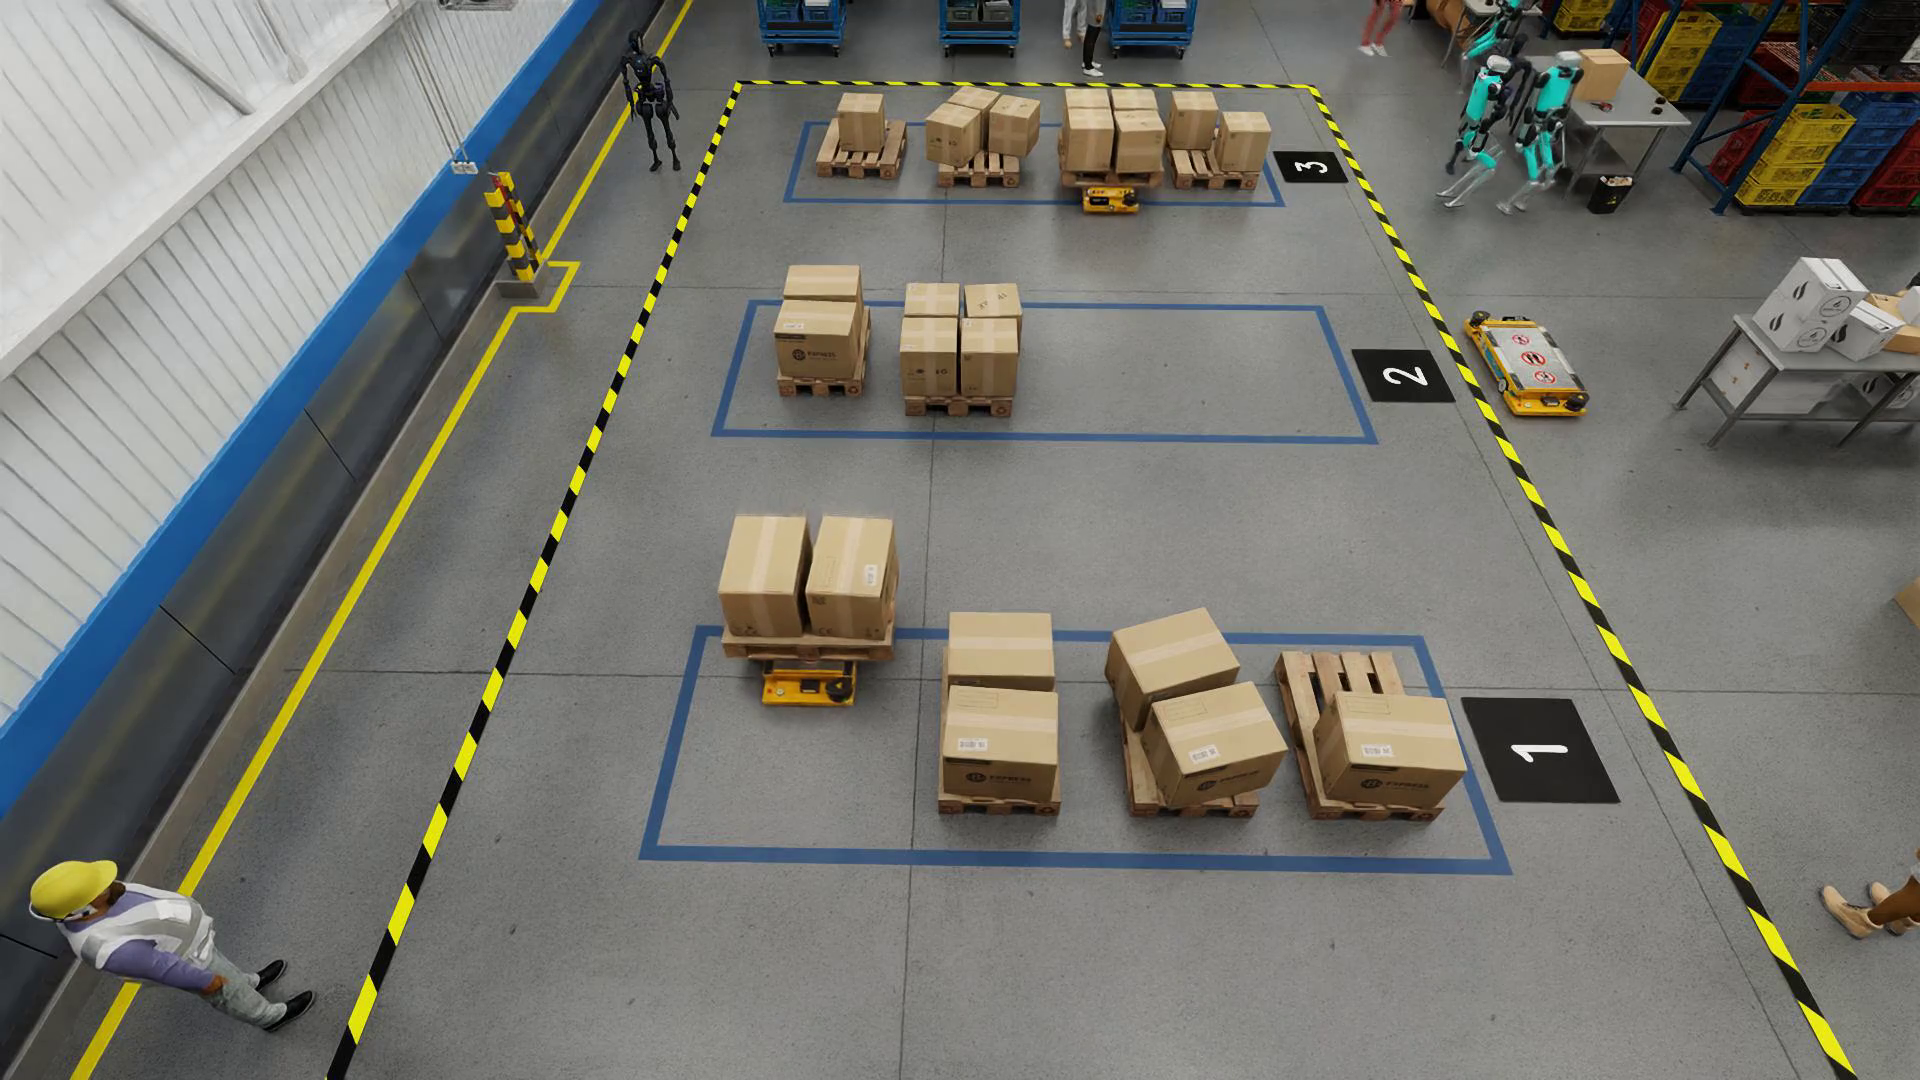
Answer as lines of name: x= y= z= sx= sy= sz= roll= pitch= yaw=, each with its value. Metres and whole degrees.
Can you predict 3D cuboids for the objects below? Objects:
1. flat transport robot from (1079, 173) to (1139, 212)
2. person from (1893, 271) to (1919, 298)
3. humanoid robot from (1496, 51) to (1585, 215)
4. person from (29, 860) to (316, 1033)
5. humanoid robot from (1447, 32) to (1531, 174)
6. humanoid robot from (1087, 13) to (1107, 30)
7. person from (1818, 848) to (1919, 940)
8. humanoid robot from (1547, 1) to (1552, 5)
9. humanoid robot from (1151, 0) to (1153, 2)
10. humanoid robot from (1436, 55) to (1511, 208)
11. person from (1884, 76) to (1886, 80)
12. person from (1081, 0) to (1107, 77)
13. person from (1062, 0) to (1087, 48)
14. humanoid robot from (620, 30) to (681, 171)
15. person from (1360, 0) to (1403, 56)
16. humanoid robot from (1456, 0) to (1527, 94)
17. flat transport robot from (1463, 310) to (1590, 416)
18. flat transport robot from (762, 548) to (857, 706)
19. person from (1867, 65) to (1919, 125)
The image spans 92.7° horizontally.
flat transport robot: x=1.836 y=-4.562 z=11.464 sx=0.652 sy=0.197 sz=1.431 roll=1 pitch=49 yaw=1
person: x=10.338 y=-3.167 z=9.243 sx=0.332 sy=1.836 sz=0.505 roll=-25 pitch=54 yaw=-20
humanoid robot: x=6.709 y=-4.561 z=10.473 sx=0.544 sy=1.745 sz=0.715 roll=-10 pitch=50 yaw=-8
person: x=-4.011 y=2.083 z=4.695 sx=0.597 sy=1.830 sz=0.403 roll=29 pitch=55 yaw=23
humanoid robot: x=6.546 y=-5.351 z=11.257 sx=0.596 sy=1.644 sz=0.624 roll=16 pitch=51 yaw=14
humanoid robot: x=2.516 y=-8.825 z=14.222 sx=0.889 sy=1.776 sz=0.582 roll=3 pitch=49 yaw=3
person: x=5.571 y=1.657 z=4.926 sx=0.605 sy=2.045 sz=0.376 roll=-1 pitch=49 yaw=0
humanoid robot: x=10.234 y=-9.668 z=14.970 sx=0.563 sy=1.644 sz=0.590 roll=0 pitch=49 yaw=0
humanoid robot: x=2.982 y=-9.072 z=14.461 sx=0.535 sy=1.634 sz=0.589 roll=-6 pitch=49 yaw=-5
humanoid robot: x=6.042 y=-4.652 z=10.499 sx=0.735 sy=1.677 sz=0.533 roll=0 pitch=49 yaw=0
person: x=13.754 y=-7.299 z=12.755 sx=0.371 sy=1.927 sz=0.542 roll=3 pitch=49 yaw=2
person: x=1.991 y=-7.663 z=13.119 sx=0.378 sy=1.851 sz=0.596 roll=1 pitch=49 yaw=1
person: x=1.840 y=-8.453 z=13.810 sx=0.622 sy=1.843 sz=0.431 roll=-20 pitch=52 yaw=-16
humanoid robot: x=-3.769 y=-5.360 z=11.231 sx=0.599 sy=1.657 sz=0.315 roll=-1 pitch=49 yaw=-1
person: x=6.370 y=-8.121 z=13.481 sx=0.616 sy=1.895 sz=0.577 roll=-19 pitch=52 yaw=-15
humanoid robot: x=7.338 y=-7.139 z=12.770 sx=0.793 sy=1.798 sz=0.535 roll=9 pitch=50 yaw=7
flat transport robot: x=5.573 y=-1.757 z=9.054 sx=0.659 sy=0.231 sz=1.431 roll=1 pitch=49 yaw=1
flat transport robot: x=-1.082 y=0.599 z=6.996 sx=0.652 sy=0.197 sz=1.431 roll=1 pitch=49 yaw=1
person: x=11.936 y=-5.819 z=11.396 sx=0.606 sy=2.047 sz=0.365 roll=-1 pitch=49 yaw=-1
